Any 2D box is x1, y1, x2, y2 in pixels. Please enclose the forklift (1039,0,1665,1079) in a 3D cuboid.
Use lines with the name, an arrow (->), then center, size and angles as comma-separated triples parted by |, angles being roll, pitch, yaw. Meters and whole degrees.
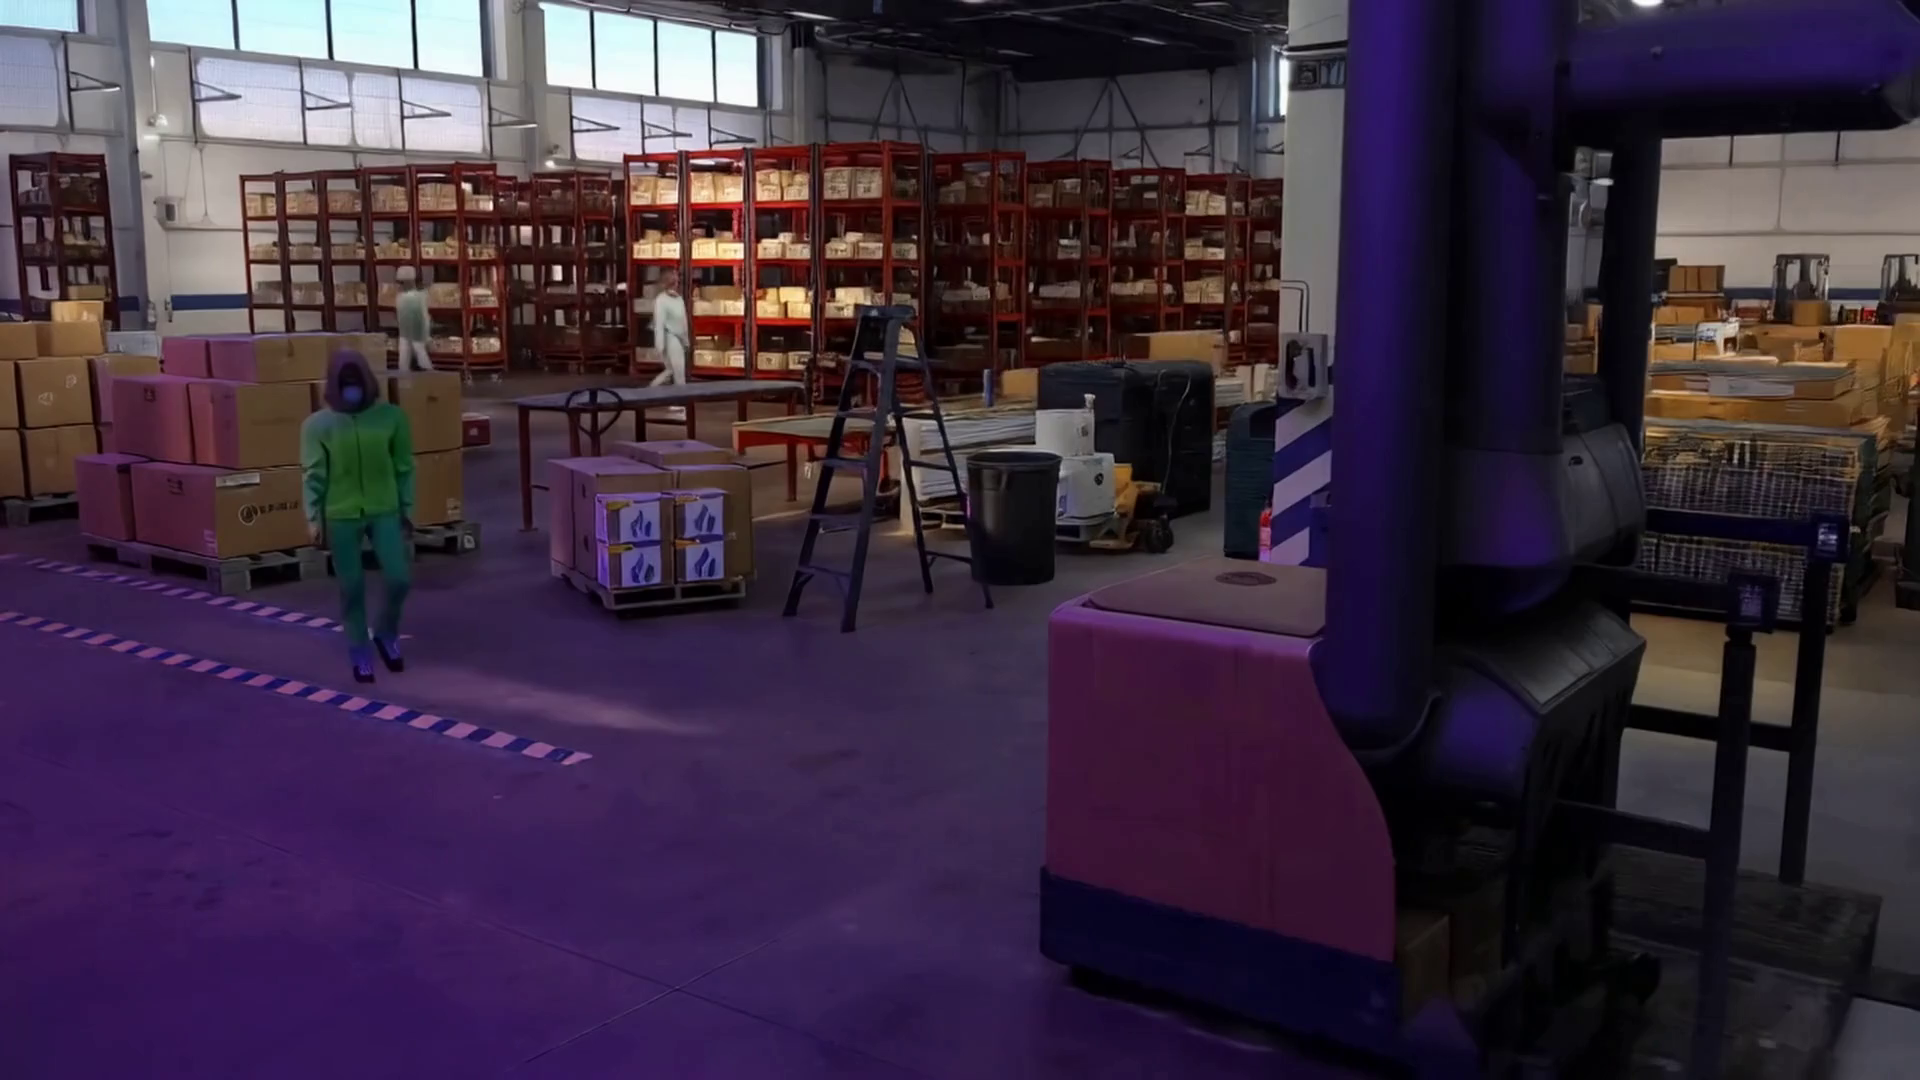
forklift -> 1.249, -0.137, 4.360 | 1.873, 2.768, 1.129 | 7, 12, 35

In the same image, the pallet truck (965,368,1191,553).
pallet truck -> 0.845, -0.609, 11.869 | 1.630, 1.274, 0.653 | 7, 12, 35

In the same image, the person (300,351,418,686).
person -> -2.836, -0.096, 7.886 | 0.525, 1.605, 0.388 | -6, 11, -32

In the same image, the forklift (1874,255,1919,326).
forklift -> 22.089, -5.634, 38.796 | 1.157, 1.987, 2.680 | 6, 11, 33

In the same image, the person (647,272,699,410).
person -> -3.976, -2.704, 22.619 | 0.839, 1.882, 0.640 | 2, 10, 13

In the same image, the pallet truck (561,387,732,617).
pallet truck -> -1.981, -0.274, 10.088 | 0.680, 1.201, 1.601 | -5, 11, -28

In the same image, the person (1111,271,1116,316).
person -> 3.535, -5.484, 39.420 | 0.590, 1.794, 0.862 | -4, 10, -23

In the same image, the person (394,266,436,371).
person -> -7.690, -2.888, 23.506 | 0.617, 1.960, 0.988 | 3, 10, 18

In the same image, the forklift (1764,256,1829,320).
forklift -> 20.253, -5.854, 40.139 | 1.157, 1.987, 2.680 | 7, 12, 35
